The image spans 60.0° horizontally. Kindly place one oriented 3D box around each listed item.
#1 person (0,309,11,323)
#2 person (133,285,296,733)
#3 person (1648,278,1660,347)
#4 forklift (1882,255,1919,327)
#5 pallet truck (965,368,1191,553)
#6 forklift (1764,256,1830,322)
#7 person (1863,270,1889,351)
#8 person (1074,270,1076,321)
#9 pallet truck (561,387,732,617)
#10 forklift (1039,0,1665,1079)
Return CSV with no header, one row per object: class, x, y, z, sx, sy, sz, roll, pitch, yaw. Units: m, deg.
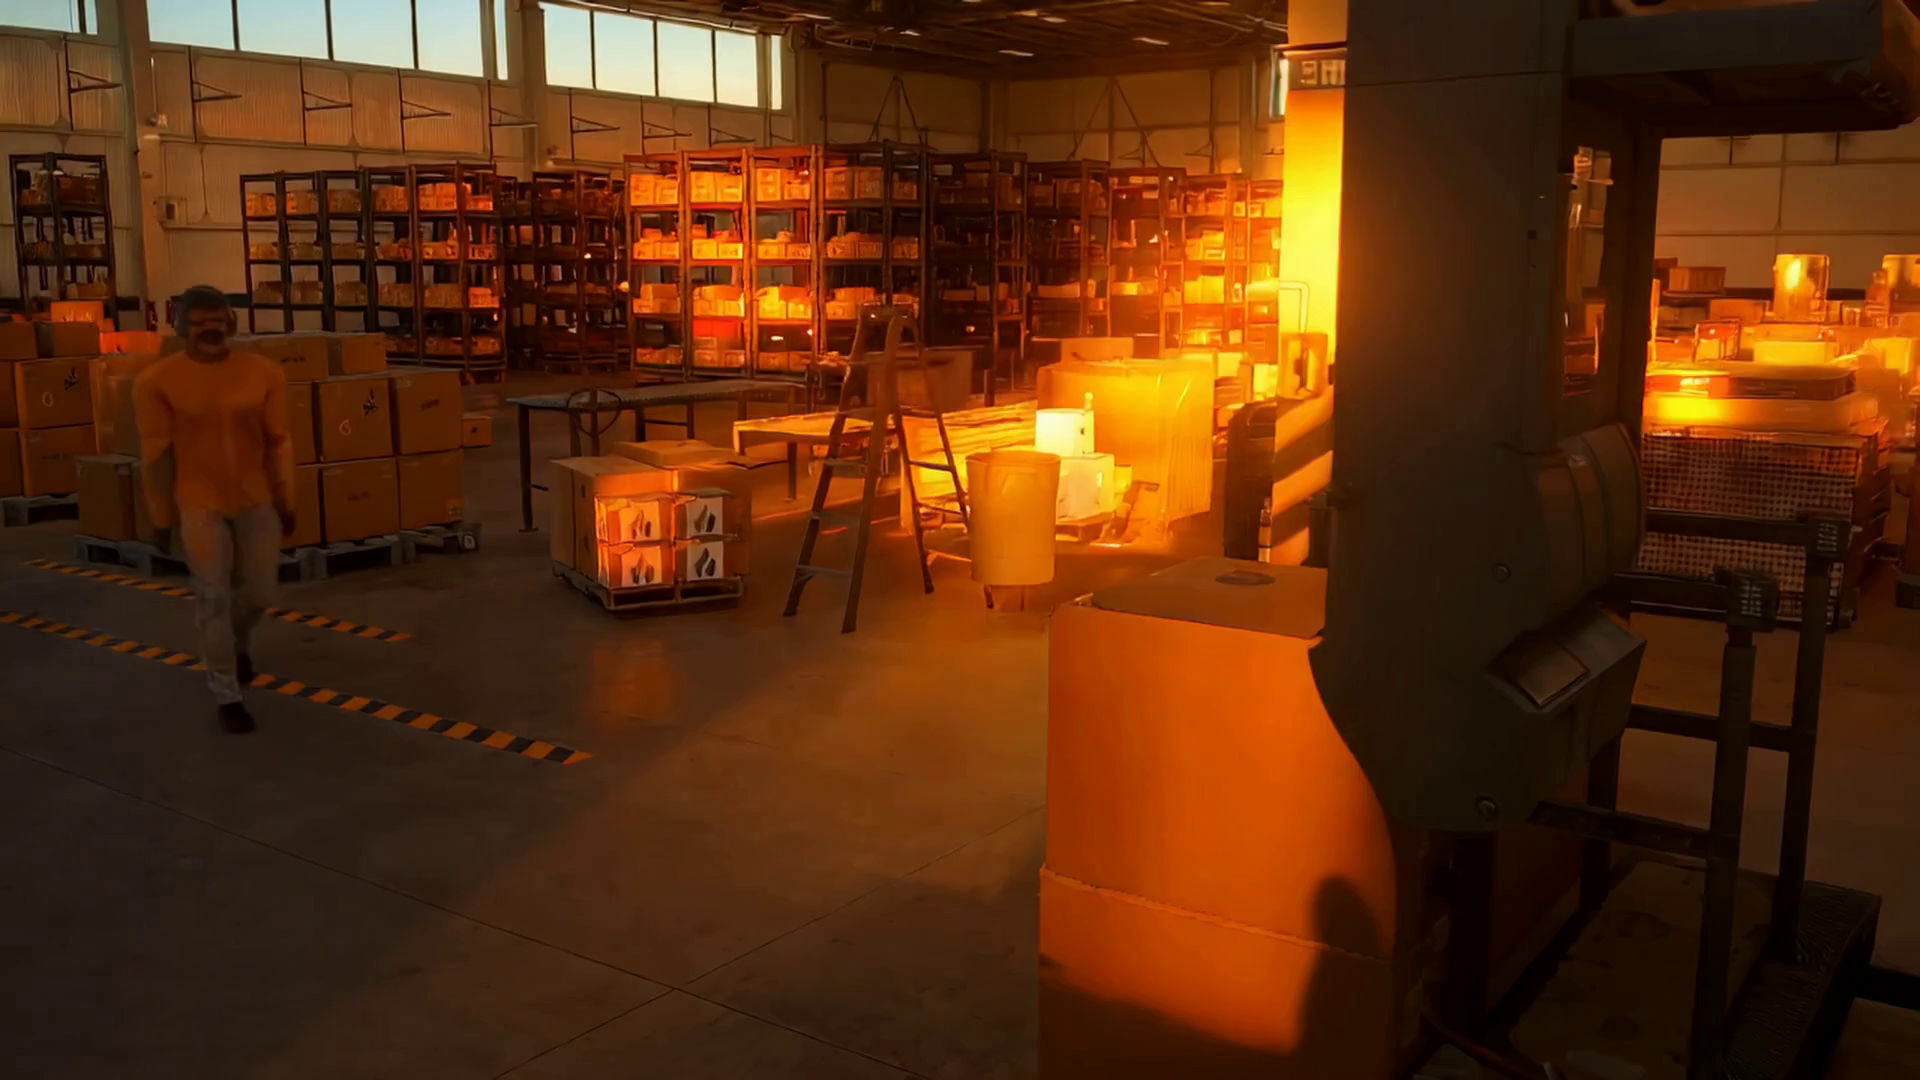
person,-8.238,-1.303,14.028,0.448,1.969,0.626,-1,10,-3
person,-3.263,-0.154,7.322,0.634,1.924,0.701,-7,12,-37
person,15.920,-5.411,38.702,0.655,1.897,0.534,1,10,3
forklift,22.089,-5.634,38.796,1.157,1.987,2.680,6,11,33
pallet truck,0.845,-0.609,11.869,1.630,1.274,0.653,7,12,35
forklift,20.253,-5.854,40.139,1.157,1.987,2.680,7,12,35
person,19.428,-4.800,35.243,0.404,1.834,0.591,-3,10,-15
person,2.723,-5.481,39.375,0.891,1.812,0.571,-9,13,-44
pallet truck,-1.981,-0.274,10.088,0.680,1.201,1.601,-5,11,-28
forklift,1.249,-0.137,4.360,1.873,2.768,1.129,7,12,35
